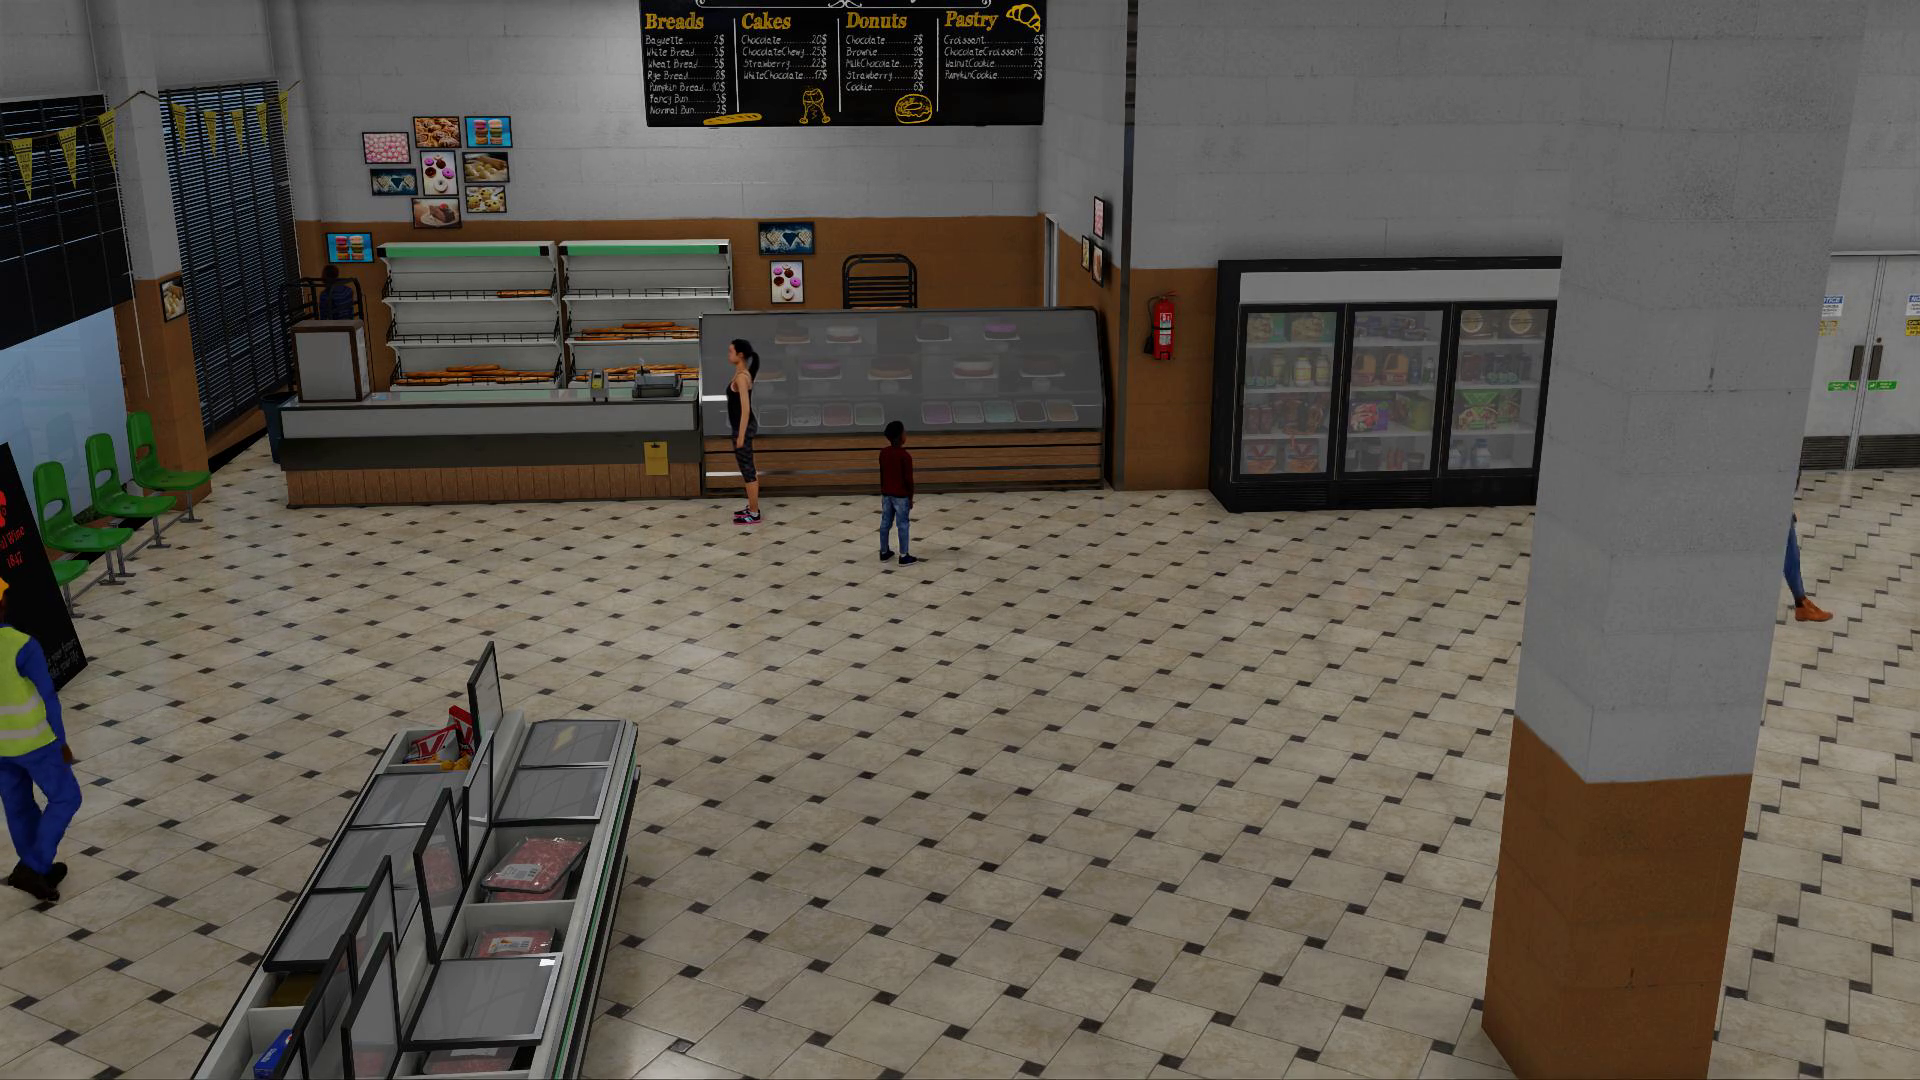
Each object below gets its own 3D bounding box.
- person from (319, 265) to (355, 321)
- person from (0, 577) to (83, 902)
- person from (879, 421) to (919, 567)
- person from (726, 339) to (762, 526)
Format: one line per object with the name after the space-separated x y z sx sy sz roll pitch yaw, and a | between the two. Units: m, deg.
-7.382 -2.365 19.750 0.828 1.824 0.706 7 18 21 | person
-4.861 1.053 8.525 0.710 1.806 0.854 0 17 0 | person
-0.552 -0.404 14.275 0.578 1.253 0.629 11 20 33 | person
-1.998 -1.014 15.465 0.631 1.728 0.472 -1 17 -3 | person
